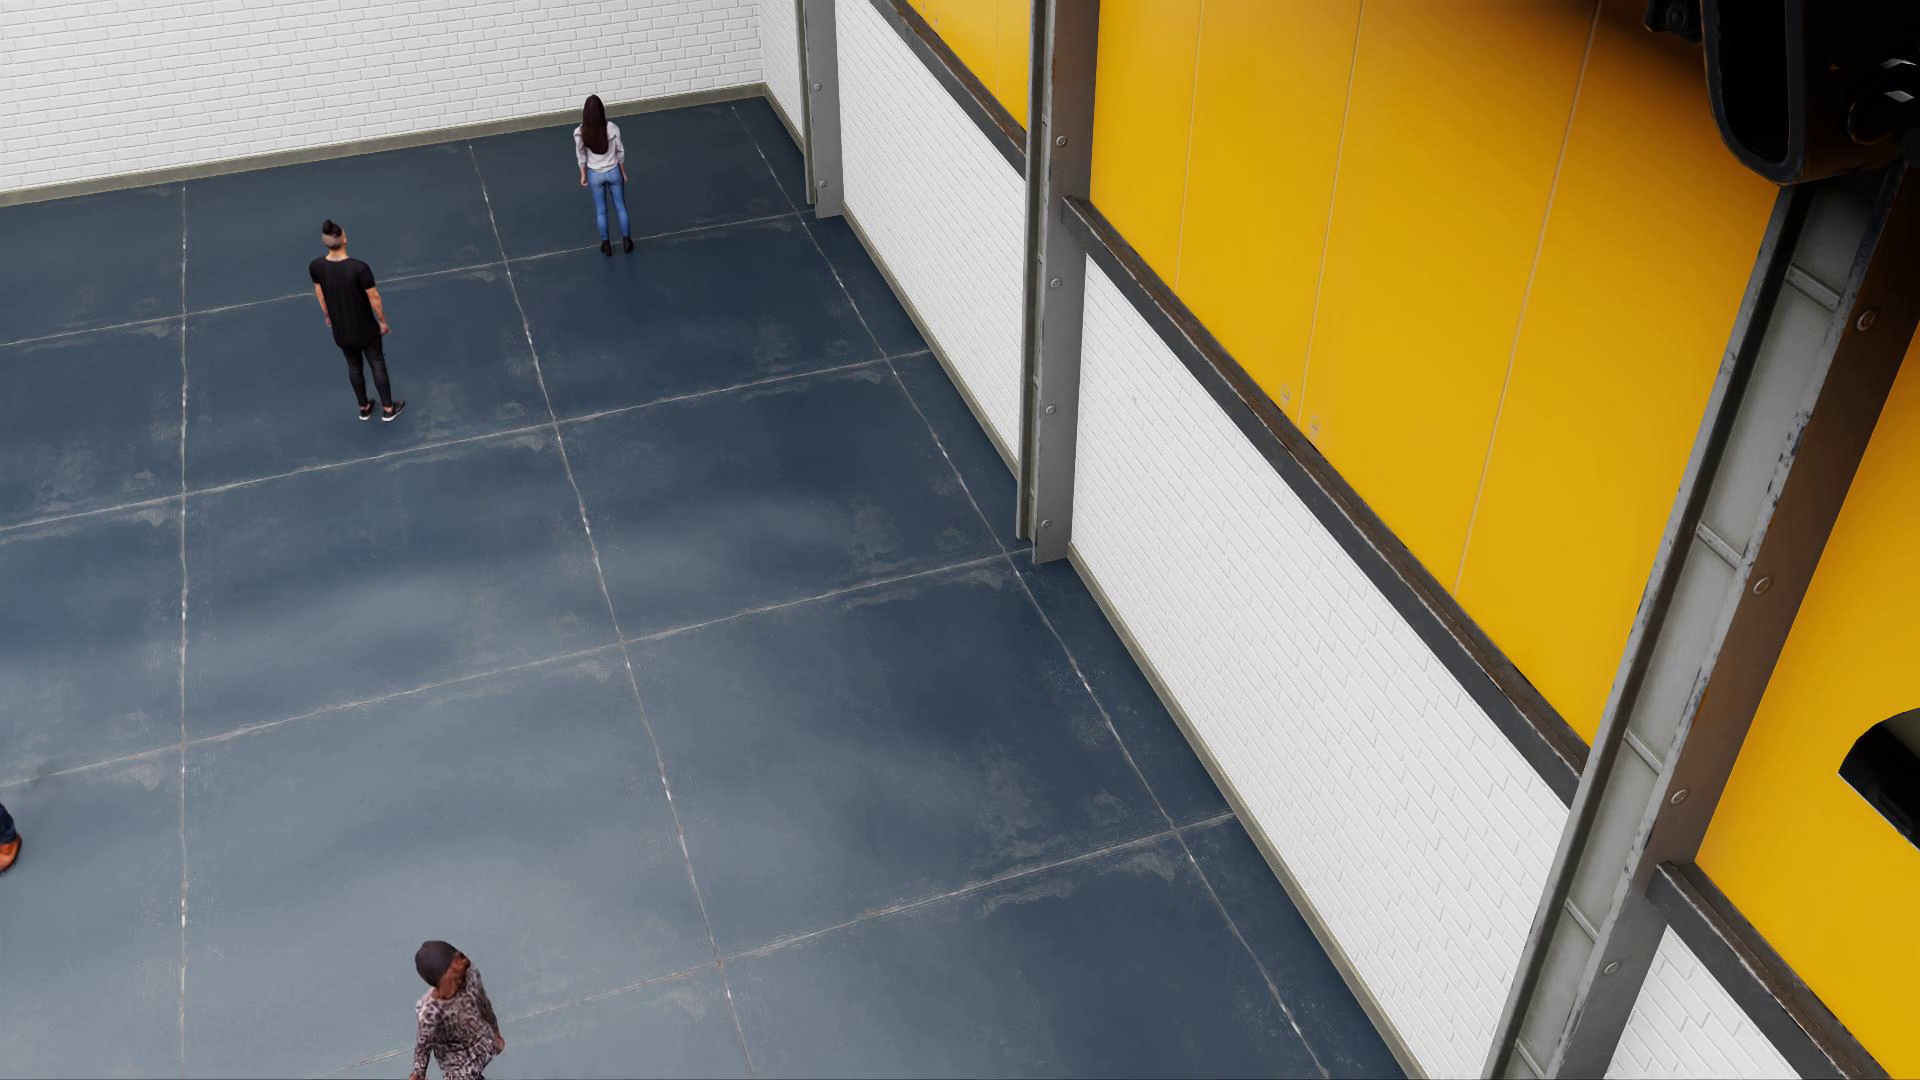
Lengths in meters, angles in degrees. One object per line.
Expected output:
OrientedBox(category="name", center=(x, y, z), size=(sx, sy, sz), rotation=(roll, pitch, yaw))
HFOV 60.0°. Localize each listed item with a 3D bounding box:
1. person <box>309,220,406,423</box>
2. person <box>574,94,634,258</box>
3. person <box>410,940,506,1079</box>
OrientedBox(category="person", center=(-5.046, -1.837, 13.846), size=(0.772, 1.868, 0.745), rotation=(3, 39, 4))
OrientedBox(category="person", center=(-3.450, -3.542, 16.169), size=(0.610, 1.633, 0.517), rotation=(-11, 40, -13))
OrientedBox(category="person", center=(-2.411, 2.645, 8.373), size=(0.950, 1.694, 0.902), rotation=(14, 41, 17))
